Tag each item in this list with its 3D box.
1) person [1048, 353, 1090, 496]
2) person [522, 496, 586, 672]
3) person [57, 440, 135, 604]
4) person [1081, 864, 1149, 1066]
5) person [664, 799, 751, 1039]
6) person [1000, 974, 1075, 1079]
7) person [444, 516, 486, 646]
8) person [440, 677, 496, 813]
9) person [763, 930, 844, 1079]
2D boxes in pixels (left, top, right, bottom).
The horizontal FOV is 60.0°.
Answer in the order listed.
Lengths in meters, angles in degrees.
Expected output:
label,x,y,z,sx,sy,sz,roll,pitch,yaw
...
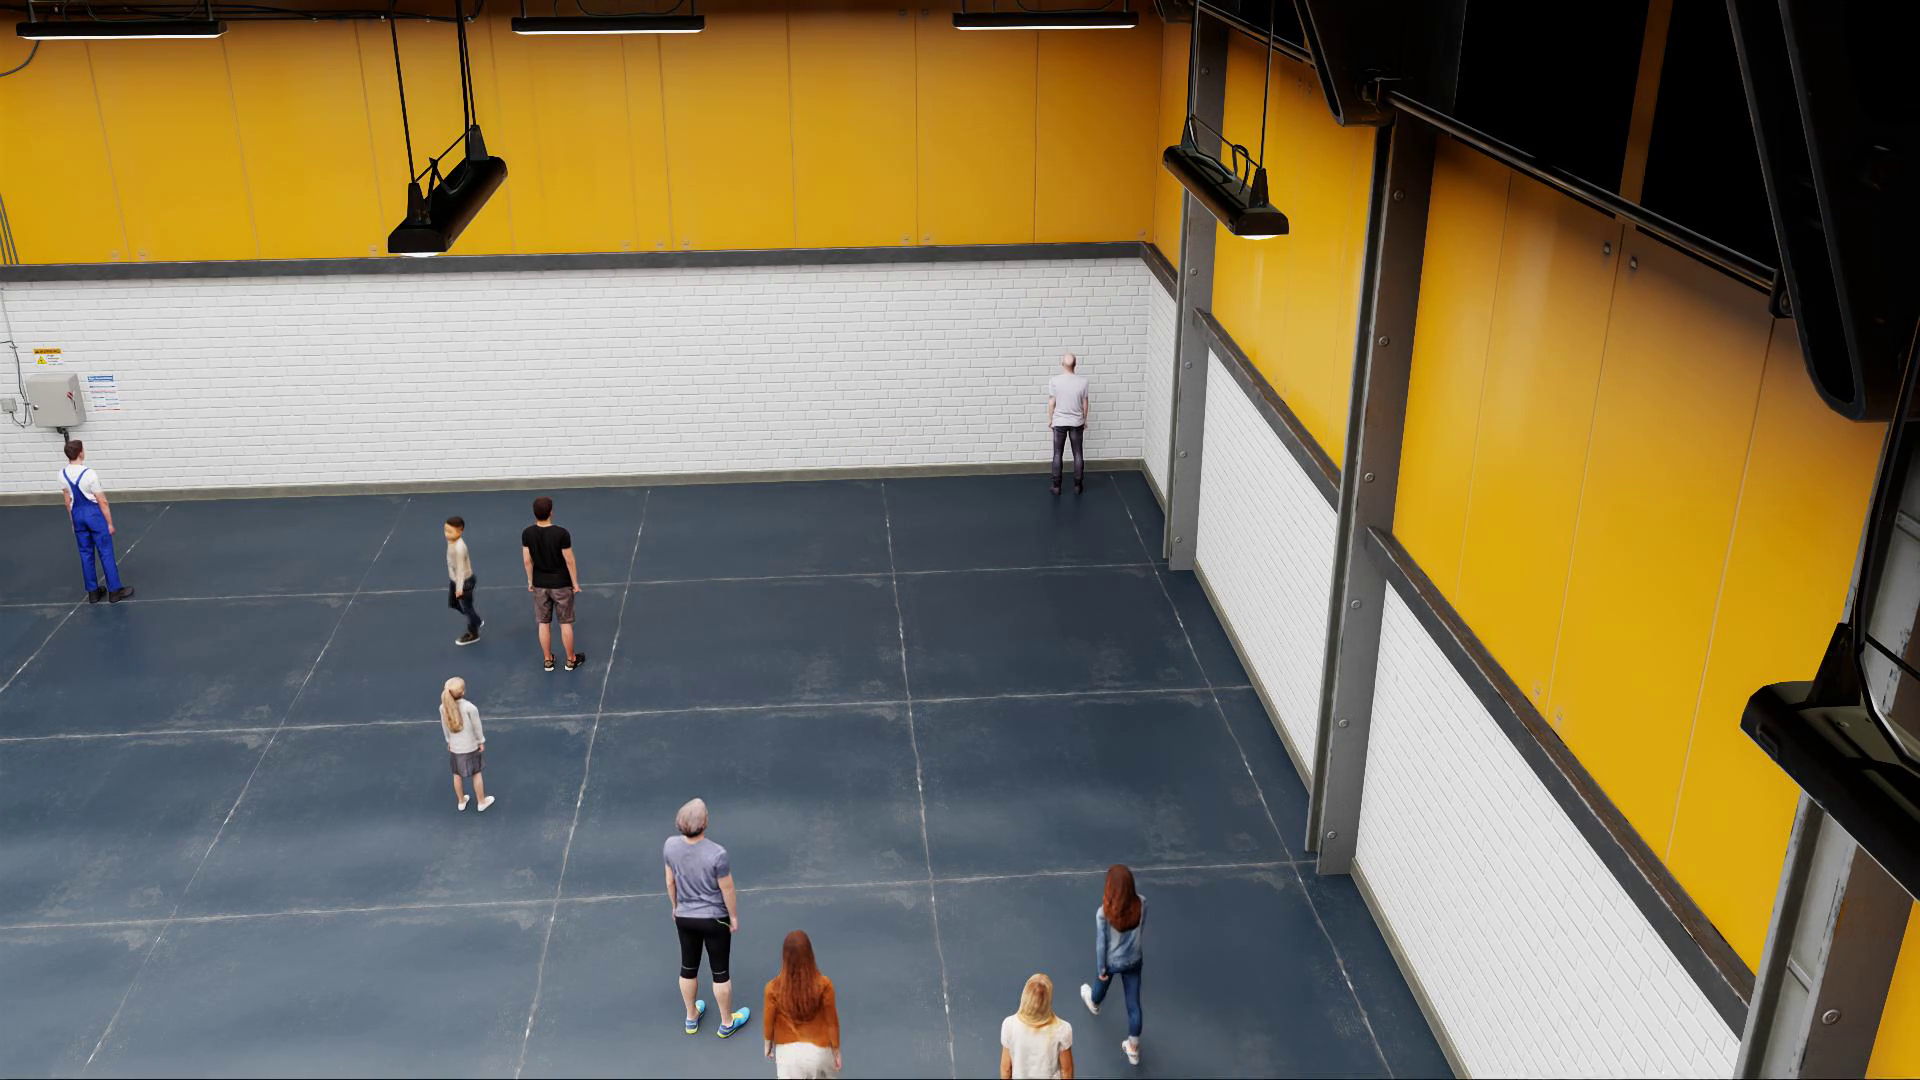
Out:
label,x,y,z,sx,sy,sz,roll,pitch,yaw
person,1.352,-1.469,20.952,0.664,1.831,0.565,-1,24,-2
person,-4.075,0.431,16.567,0.707,1.862,0.619,1,24,2
person,-9.445,-0.207,18.040,0.659,1.850,0.616,2,24,4
person,1.140,2.923,11.400,0.708,1.433,1.056,-7,25,-16
person,-1.783,2.617,11.532,0.730,1.889,0.711,7,24,15
person,0.456,3.351,9.954,0.636,1.809,0.560,2,24,6
person,-5.066,0.401,17.147,0.739,1.453,0.646,-13,27,-27
person,-4.262,1.745,14.293,0.546,1.276,0.567,3,24,7
person,-0.967,3.239,10.338,0.631,1.706,0.615,-2,24,-5
